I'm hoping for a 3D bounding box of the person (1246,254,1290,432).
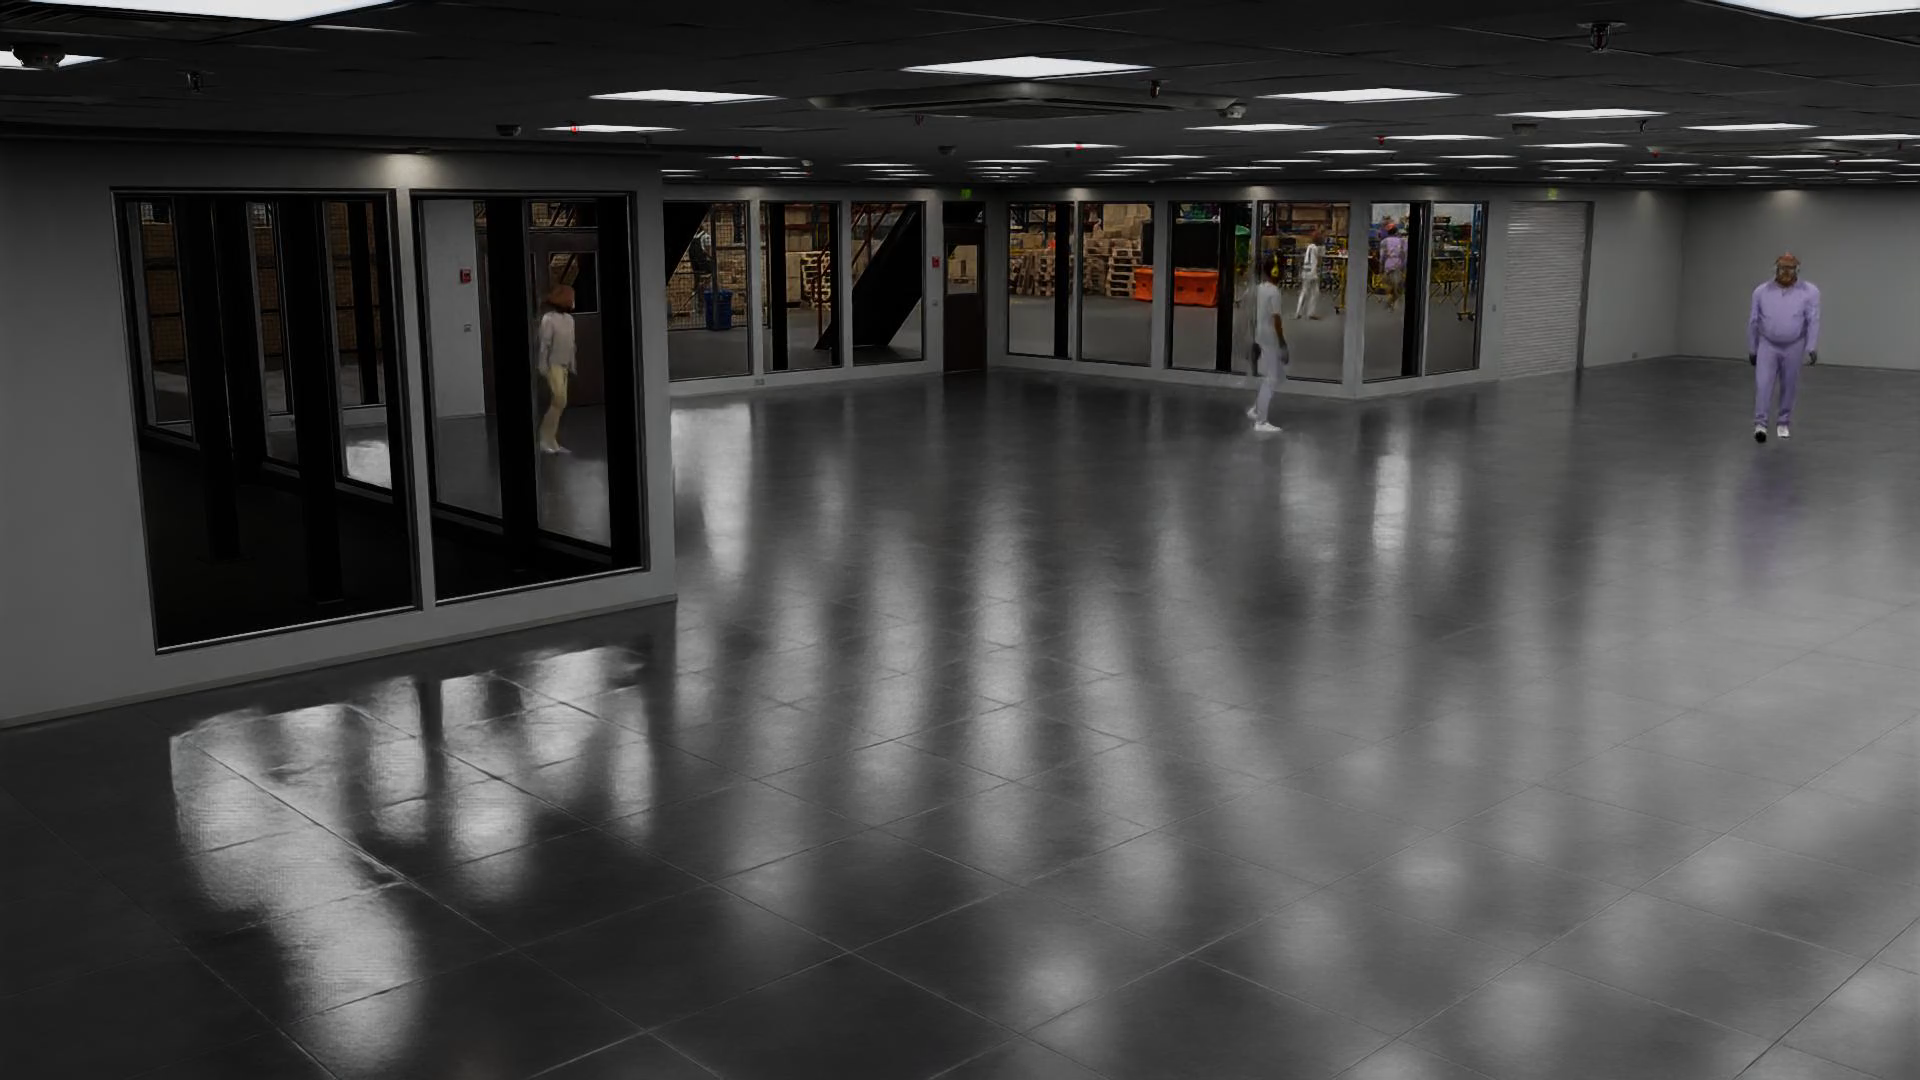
[{"bbox_3d":[3.257,-2.029,17.260,0.408,1.853,0.524,-1,11,-3],"label":"person"}]

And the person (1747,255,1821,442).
[{"bbox_3d":[8.245,-1.914,16.690,0.661,1.855,1.018,6,13,27],"label":"person"}]
